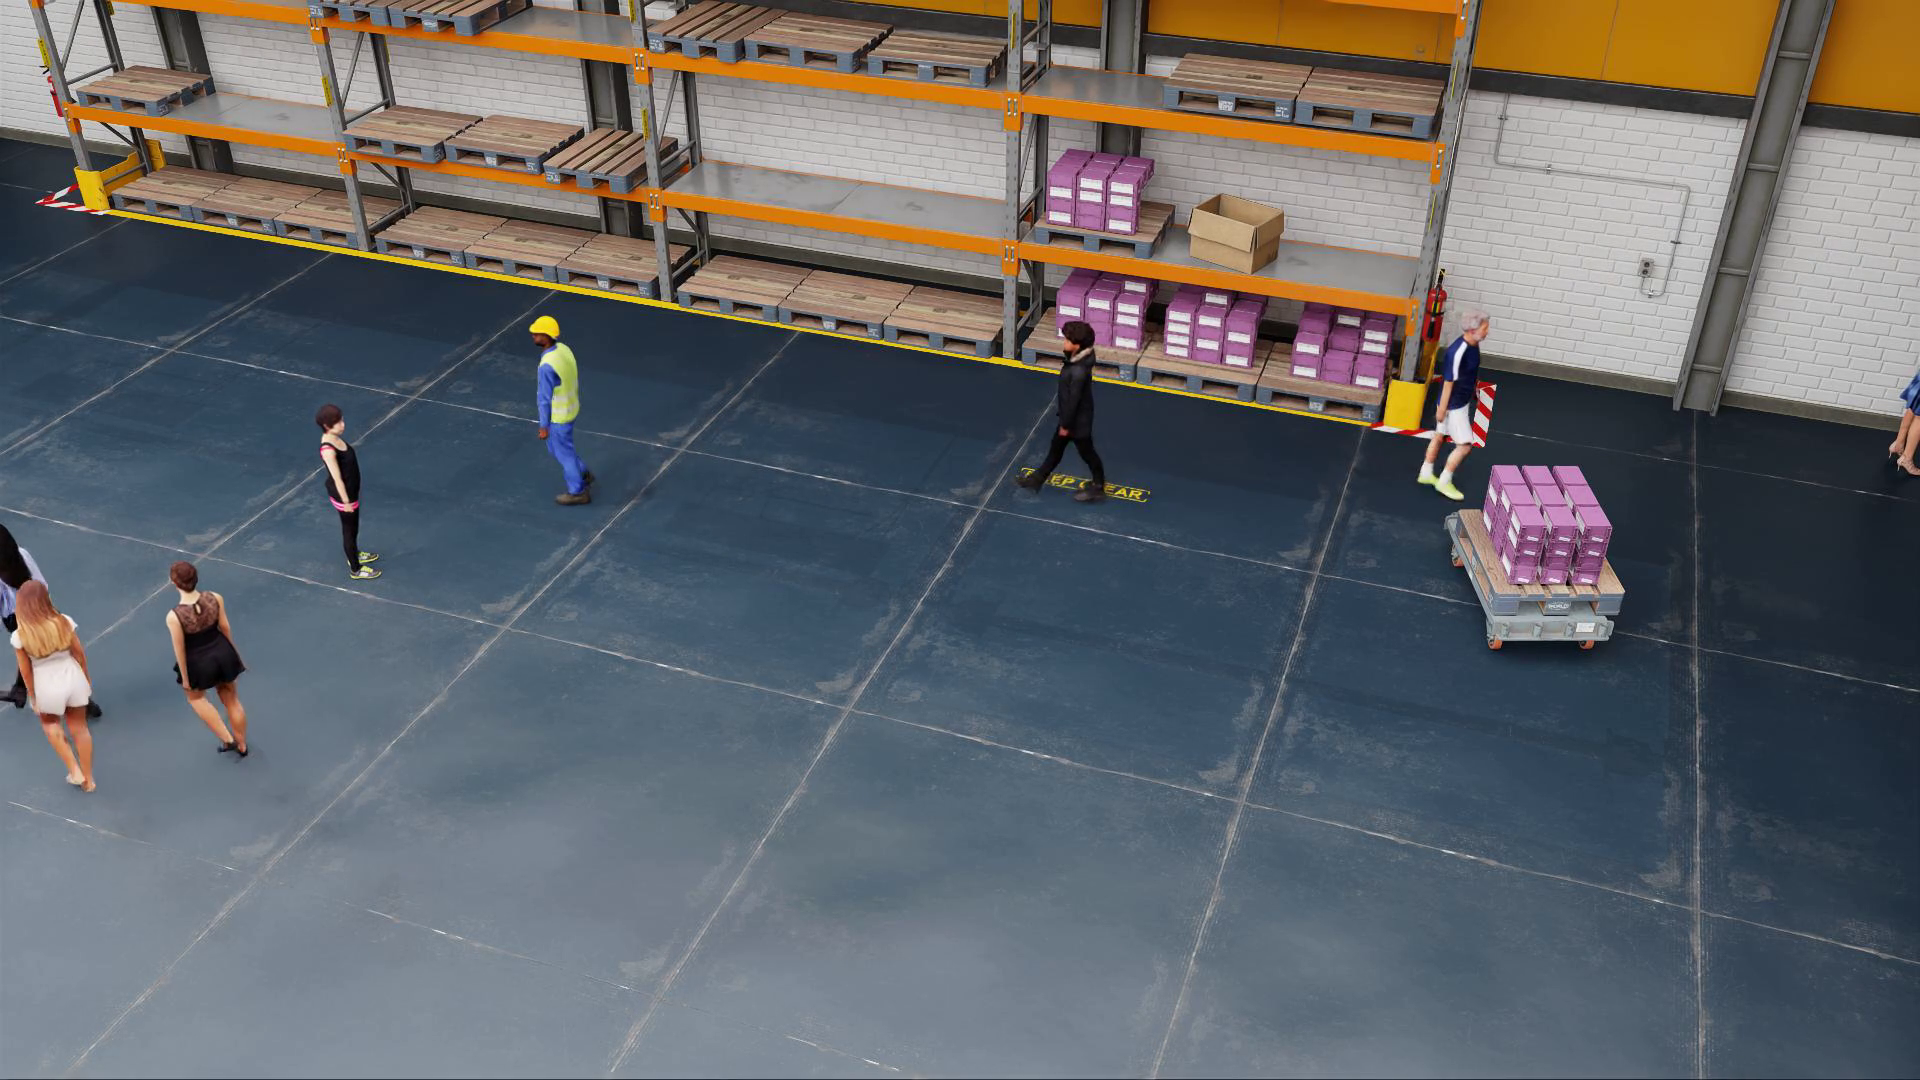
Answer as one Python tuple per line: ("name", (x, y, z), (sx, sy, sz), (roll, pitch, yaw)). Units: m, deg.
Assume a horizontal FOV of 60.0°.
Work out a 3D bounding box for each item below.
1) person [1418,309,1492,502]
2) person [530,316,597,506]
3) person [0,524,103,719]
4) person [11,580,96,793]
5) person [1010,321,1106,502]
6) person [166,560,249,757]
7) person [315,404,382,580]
("person", (4.274, -1.239, 14.660), (0.718, 1.817, 0.670), (15, 37, 22))
("person", (-3.397, -1.106, 14.474), (0.776, 1.801, 0.763), (0, 34, -1))
("person", (-6.600, 0.631, 11.944), (1.141, 1.710, 0.871), (2, 34, 3))
("person", (-6.105, 1.056, 11.339), (0.728, 1.672, 0.699), (29, 43, 36))
("person", (1.094, -1.074, 14.488), (1.158, 1.733, 0.888), (-1, 34, -1))
("person", (-5.202, 0.884, 11.599), (0.732, 1.670, 0.697), (24, 41, 32))
("person", (-5.064, -0.410, 13.653), (0.665, 1.551, 0.622), (-10, 35, -15))
